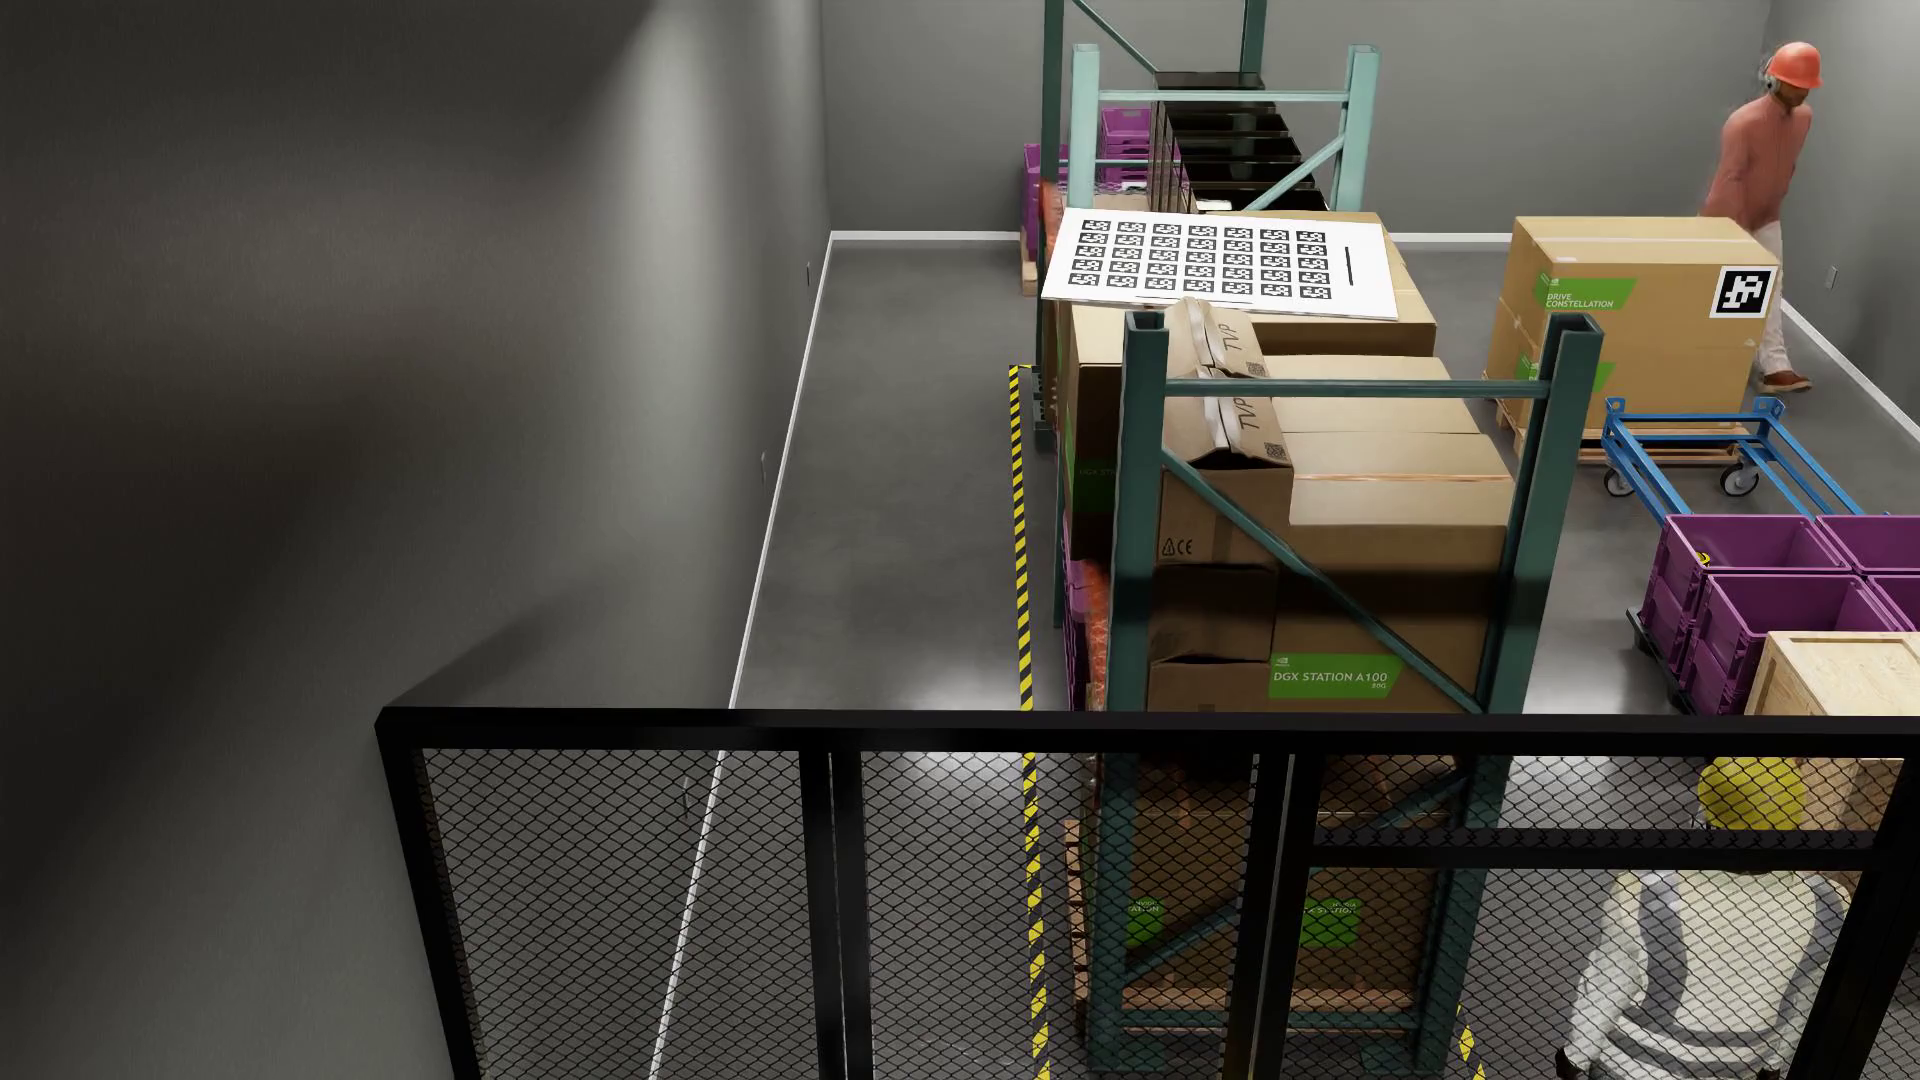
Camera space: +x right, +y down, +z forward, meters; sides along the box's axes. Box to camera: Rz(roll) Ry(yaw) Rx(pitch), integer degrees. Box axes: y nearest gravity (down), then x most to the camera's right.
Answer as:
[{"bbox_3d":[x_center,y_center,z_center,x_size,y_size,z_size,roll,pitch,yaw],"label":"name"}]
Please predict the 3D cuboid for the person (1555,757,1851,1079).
[{"bbox_3d":[1.817,1.264,4.217,0.591,1.833,0.403,0,31,0],"label":"person"}]

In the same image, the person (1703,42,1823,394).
[{"bbox_3d":[4.377,-1.770,9.157,0.598,1.924,1.072,-10,32,-16],"label":"person"}]
